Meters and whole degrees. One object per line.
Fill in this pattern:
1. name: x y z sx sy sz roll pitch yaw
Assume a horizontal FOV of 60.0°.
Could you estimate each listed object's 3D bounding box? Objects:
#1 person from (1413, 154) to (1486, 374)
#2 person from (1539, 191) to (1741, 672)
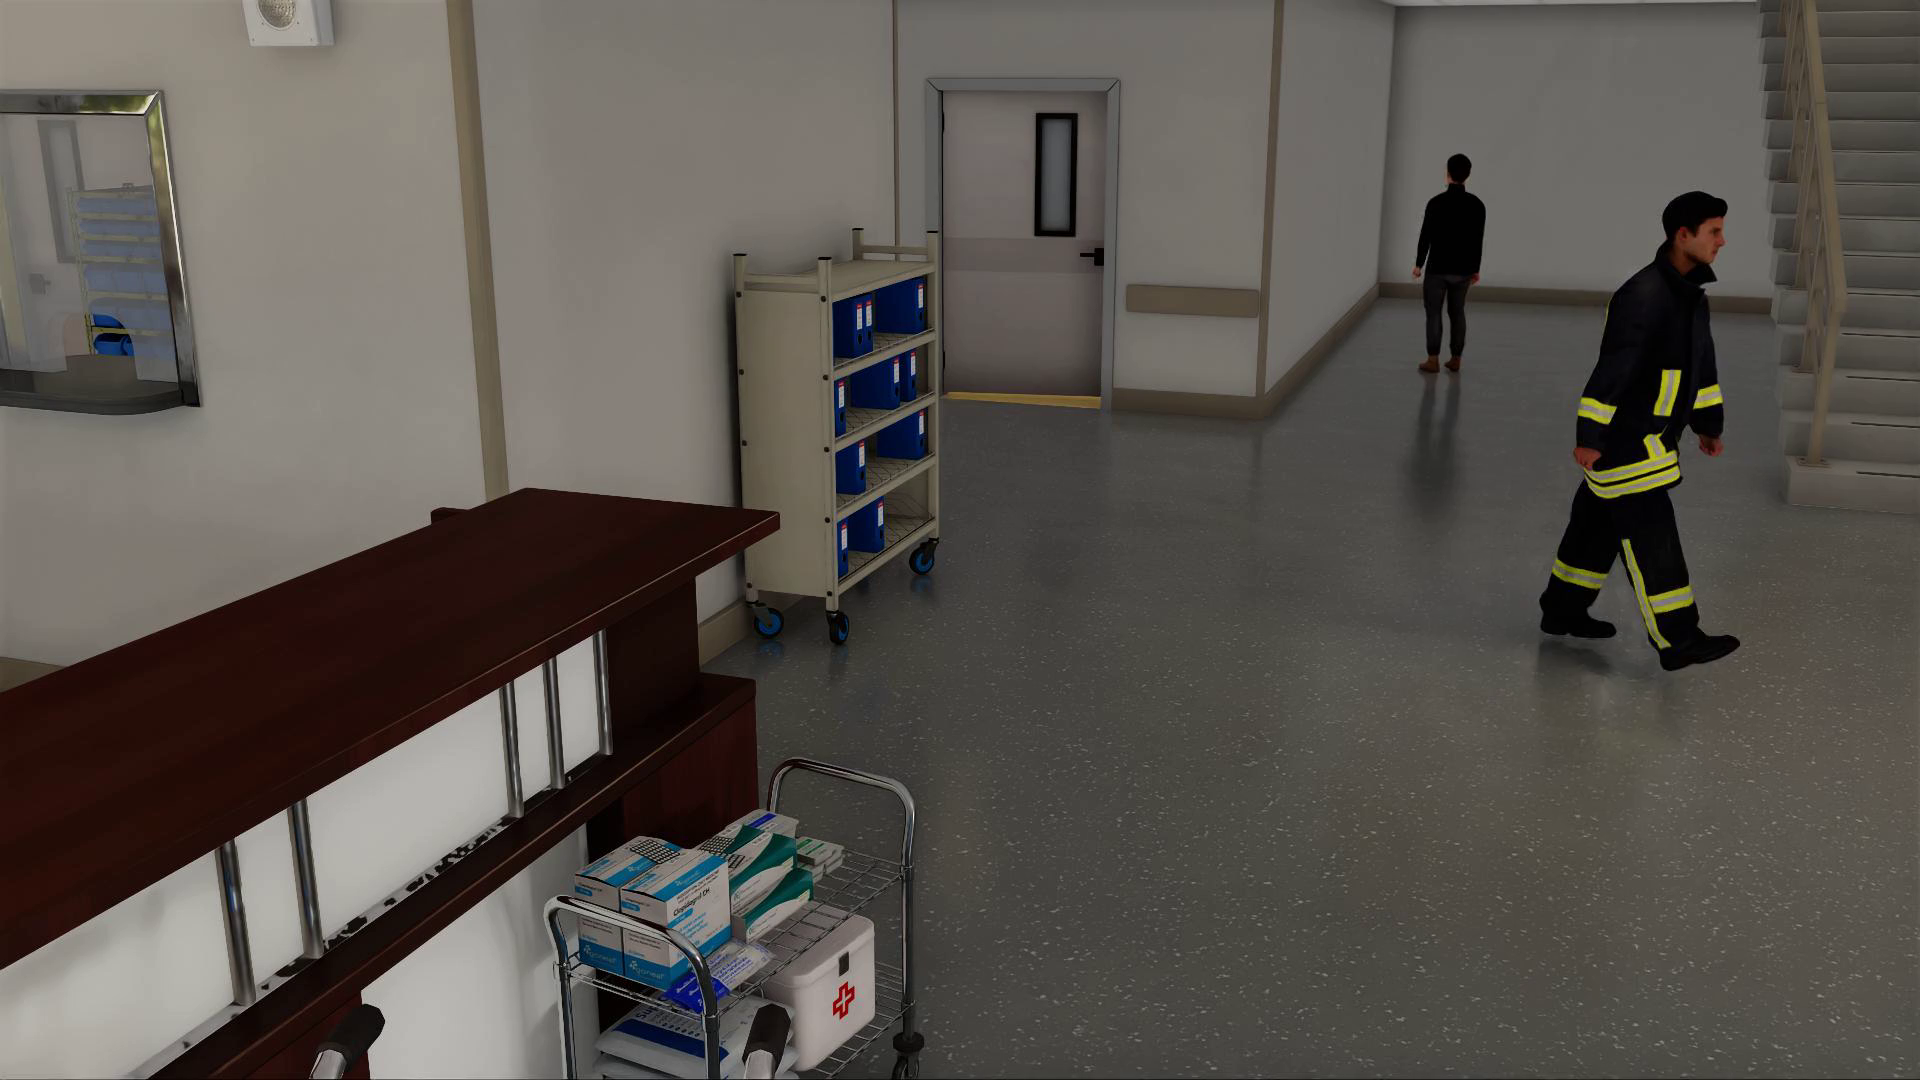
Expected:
1. person: 3.886 -2.190 13.230 0.748 1.721 0.738 -1 16 -5
2. person: 2.634 -0.442 6.734 1.147 1.882 1.187 14 21 40
